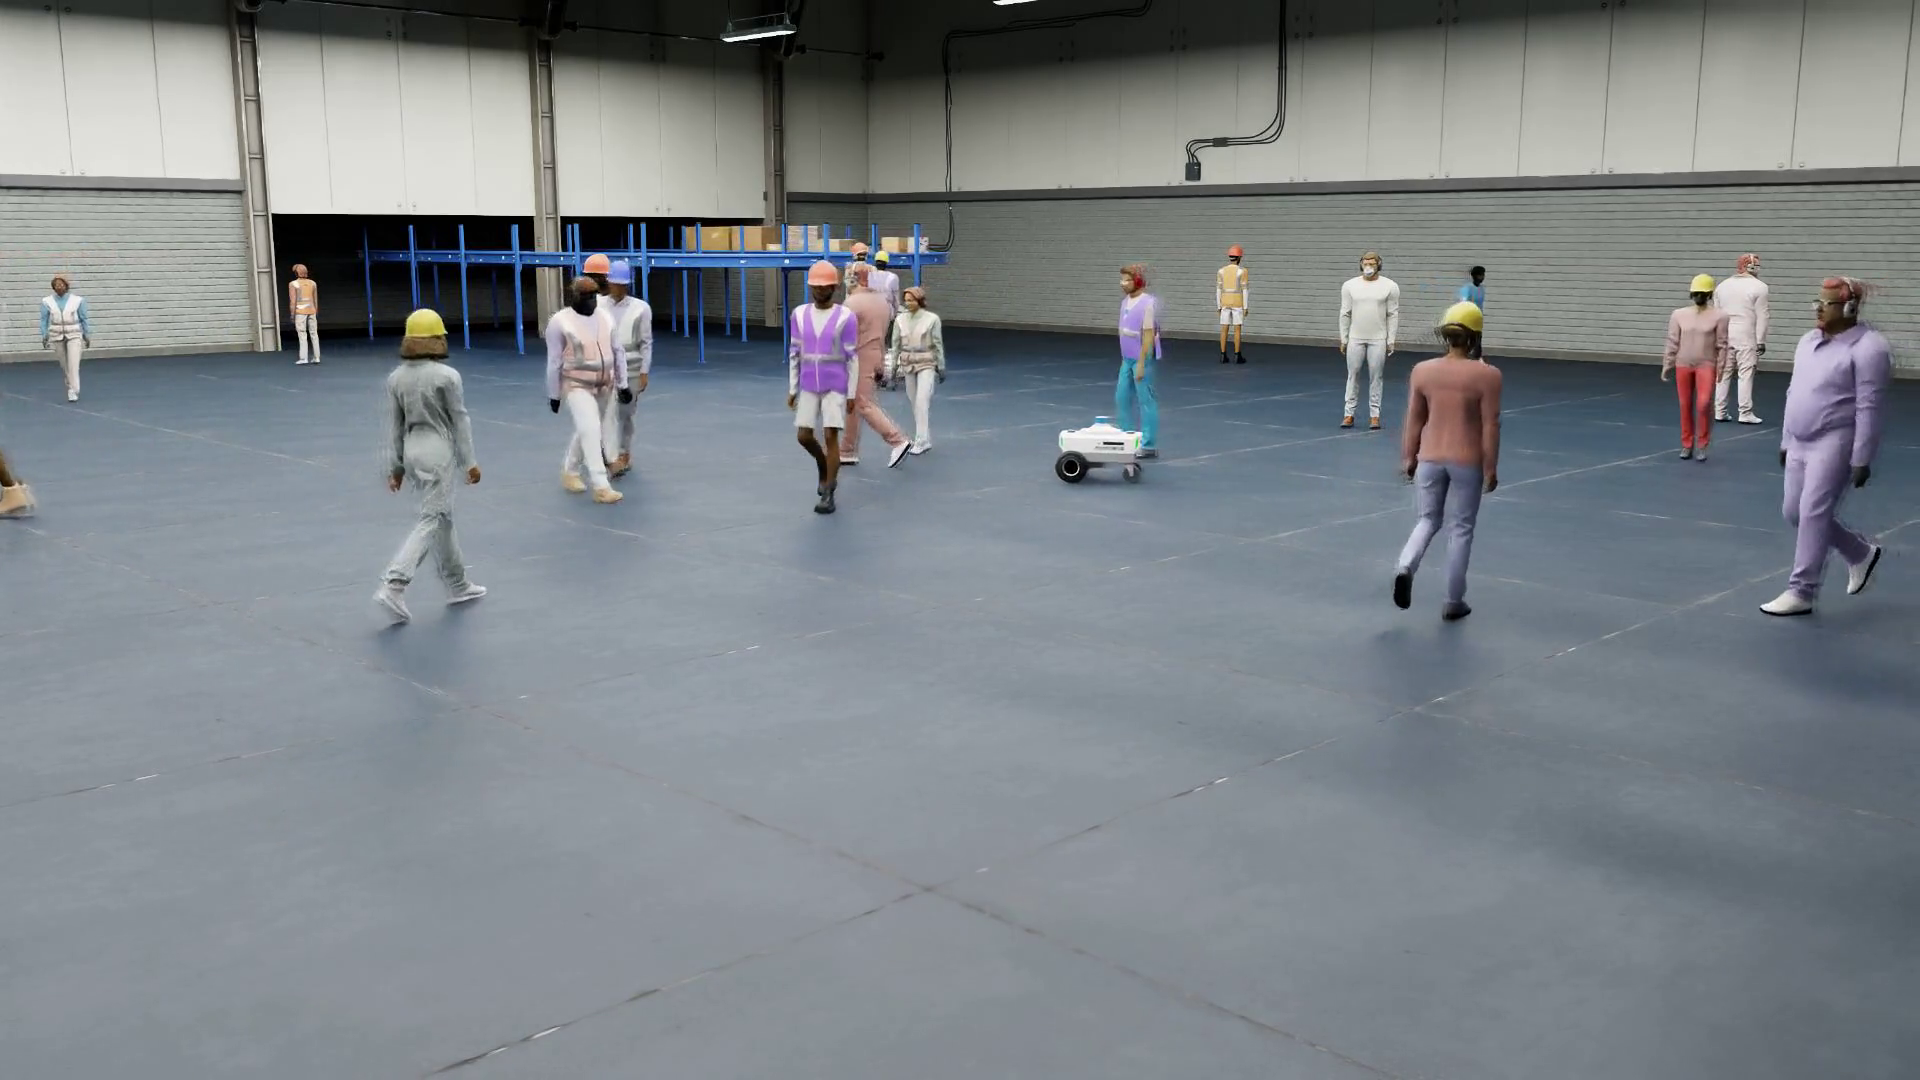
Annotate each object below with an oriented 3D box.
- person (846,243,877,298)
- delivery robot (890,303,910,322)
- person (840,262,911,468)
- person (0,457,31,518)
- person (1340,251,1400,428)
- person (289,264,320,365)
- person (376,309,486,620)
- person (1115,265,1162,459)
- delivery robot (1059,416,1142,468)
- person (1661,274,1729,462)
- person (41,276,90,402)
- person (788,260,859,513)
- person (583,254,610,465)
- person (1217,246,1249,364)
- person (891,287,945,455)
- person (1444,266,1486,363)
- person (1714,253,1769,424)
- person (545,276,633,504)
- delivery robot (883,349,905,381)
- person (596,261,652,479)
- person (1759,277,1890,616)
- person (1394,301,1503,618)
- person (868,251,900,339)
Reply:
[{"bbox_3d":[-1.547,-3.649,26.050,0.623,1.992,0.396,-8,13,-37],"label":"person"},{"bbox_3d":[-1.440,-5.311,38.904,0.707,0.478,0.477,7,12,33],"label":"delivery robot"},{"bbox_3d":[-0.841,-1.595,15.202,0.899,1.871,0.678,4,11,22],"label":"person"},{"bbox_3d":[-7.540,-1.129,12.367,1.047,1.993,0.616,-5,11,-24],"label":"person"},{"bbox_3d":[4.500,-2.205,18.332,0.629,1.940,0.376,4,11,19],"label":"person"},{"bbox_3d":[-10.779,-3.708,27.347,0.310,1.638,0.523,7,12,32],"label":"person"},{"bbox_3d":[-3.013,-0.439,9.327,0.480,1.710,0.858,6,12,28],"label":"person"},{"bbox_3d":[1.609,-1.685,15.832,0.664,1.822,0.614,-4,11,-20],"label":"person"},{"bbox_3d":[1.229,-0.834,14.493,0.707,0.478,0.477,2,11,9],"label":"delivery robot"},{"bbox_3d":[6.903,-1.615,15.659,0.536,1.745,0.652,7,13,35],"label":"person"},{"bbox_3d":[-11.534,-2.610,21.465,0.532,1.605,0.835,-3,11,-17],"label":"person"},{"bbox_3d":[-1.042,-1.193,12.853,0.571,1.924,0.541,3,11,15],"label":"person"},{"bbox_3d":[-3.351,-1.683,15.488,0.372,1.935,0.551,-2,11,-12],"label":"person"},{"bbox_3d":[4.548,-3.917,27.670,0.551,1.935,0.375,7,12,32],"label":"person"},{"bbox_3d":[-0.449,-1.621,16.024,0.515,1.607,0.741,6,12,28],"label":"person"},{"bbox_3d":[8.099,-3.556,26.541,0.531,1.635,0.888,-6,12,-28],"label":"person"},{"bbox_3d":[8.839,-2.275,18.809,0.399,1.905,0.643,-6,12,-30],"label":"person"},{"bbox_3d":[-3.040,-1.239,13.481,0.991,1.791,0.613,9,14,40],"label":"person"},{"bbox_3d":[-0.945,-2.410,23.083,0.477,0.478,0.707,3,11,16],"label":"delivery robot"},{"bbox_3d":[-3.039,-1.519,14.739,0.618,1.893,0.909,-2,11,-11],"label":"person"},{"bbox_3d":[4.906,-0.527,9.328,0.719,1.889,0.648,-1,10,-6],"label":"person"},{"bbox_3d":[2.671,-0.424,9.121,0.529,1.757,0.517,9,14,40],"label":"person"},{"bbox_3d":[-1.235,-3.541,25.829,0.577,1.861,1.046,3,11,16],"label":"person"}]
